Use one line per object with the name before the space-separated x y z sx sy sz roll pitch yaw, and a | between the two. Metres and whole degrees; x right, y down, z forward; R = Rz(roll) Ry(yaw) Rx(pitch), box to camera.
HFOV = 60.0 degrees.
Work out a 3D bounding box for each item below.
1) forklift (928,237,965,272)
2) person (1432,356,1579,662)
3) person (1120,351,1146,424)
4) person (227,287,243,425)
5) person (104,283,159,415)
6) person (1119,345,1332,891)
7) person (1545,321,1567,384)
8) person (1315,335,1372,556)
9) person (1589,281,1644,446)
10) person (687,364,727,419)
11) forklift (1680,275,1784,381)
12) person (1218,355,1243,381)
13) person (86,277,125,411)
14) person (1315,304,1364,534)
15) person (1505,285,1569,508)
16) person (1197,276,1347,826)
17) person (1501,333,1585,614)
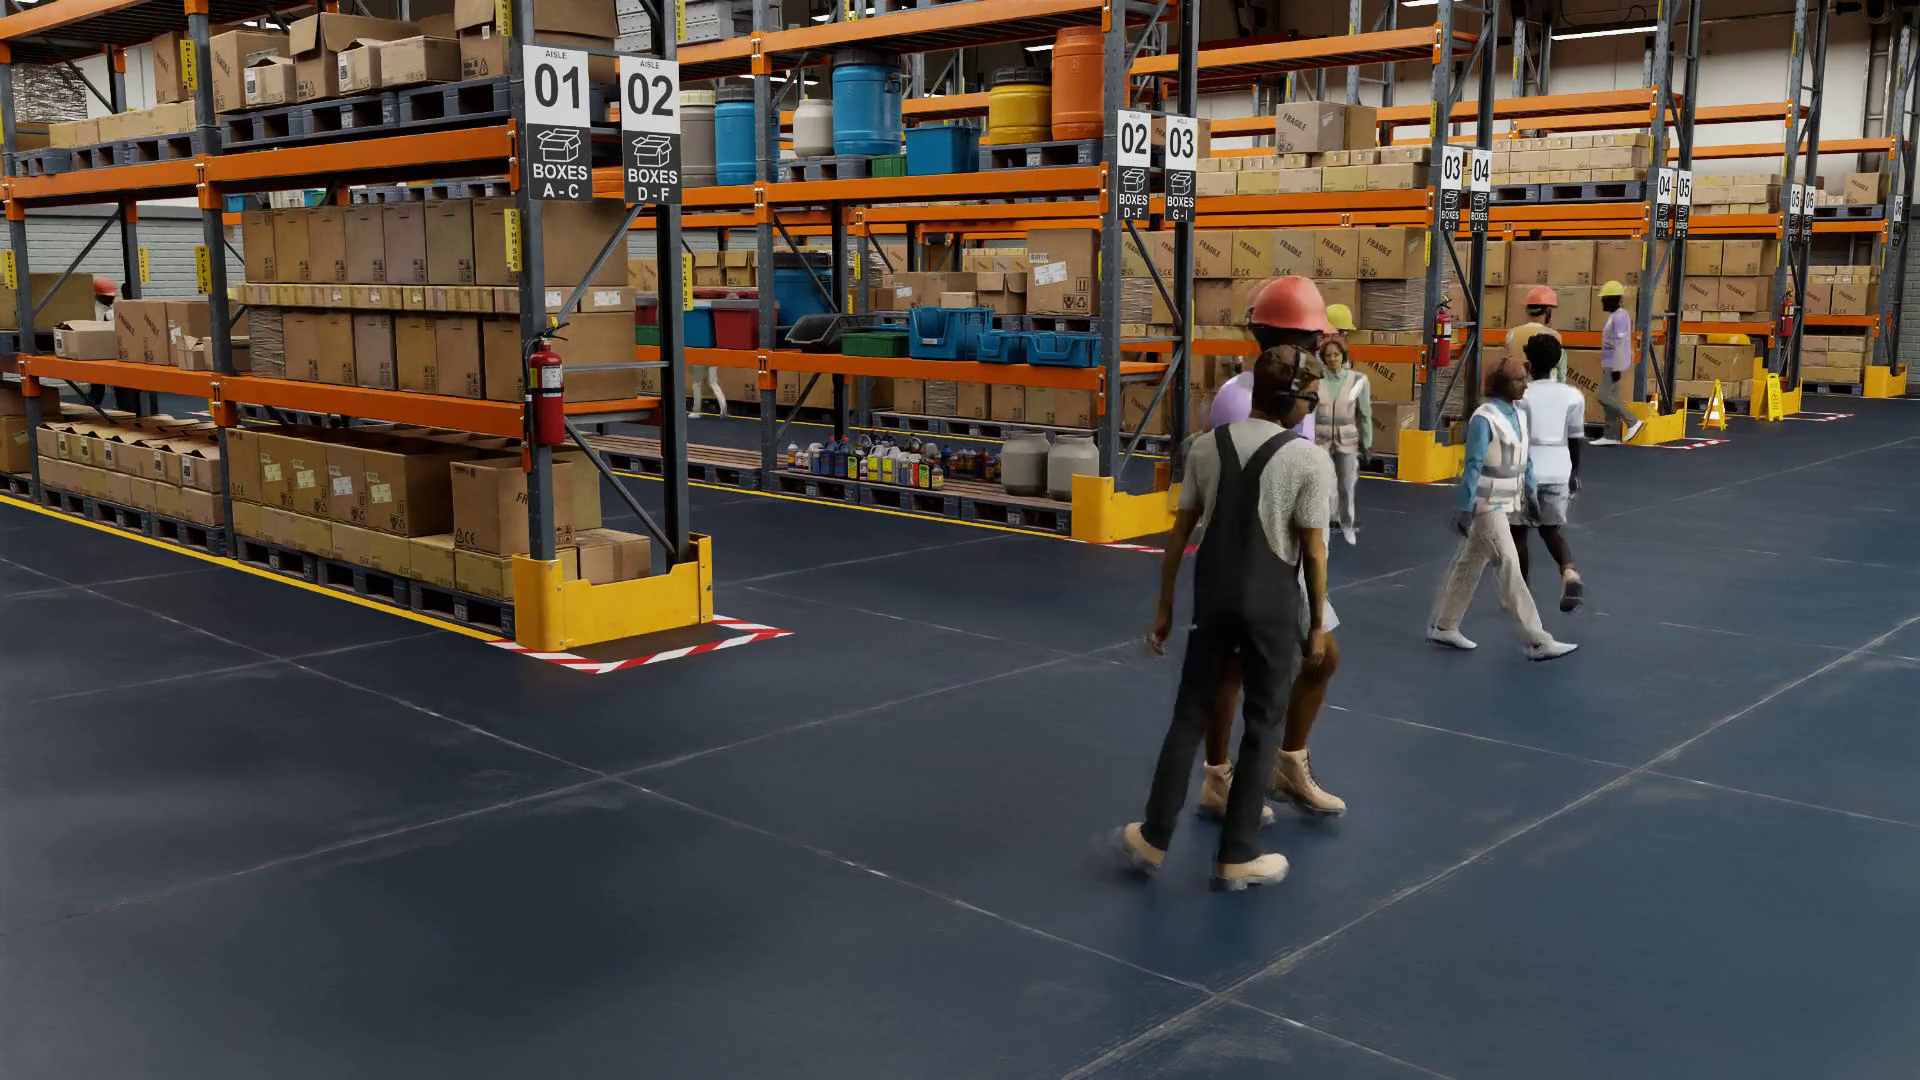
forklift | -0.326 -5.817 39.609 1.129 2.768 1.873 9 13 43
person | 2.877 -0.167 8.744 0.848 1.587 0.540 8 12 40
person | 2.312 -2.345 21.295 0.655 1.876 0.715 -8 12 -40
person | -9.573 -2.405 21.811 0.440 1.813 0.611 9 13 42
person | -9.443 -1.999 19.033 0.607 1.913 0.457 -3 10 -18
person | 0.899 0.256 5.556 0.659 1.804 0.453 6 11 33
person | 5.256 -1.218 15.180 0.511 1.634 0.320 2 9 11
person | 2.702 -0.691 11.999 0.514 1.594 0.873 2 9 11
person | 7.583 -2.030 19.217 0.518 1.916 0.591 3 10 16
person | -3.476 -2.453 22.733 0.516 1.612 0.708 -7 12 -37
forklift | 12.480 -3.427 27.053 1.214 2.155 2.313 9 13 43
person | 3.420 -2.231 20.573 0.442 1.911 0.552 5 10 26
person | -10.173 -2.151 19.868 0.868 1.939 0.646 0 9 -2
person | 2.736 -0.918 12.785 0.840 1.796 0.586 -2 10 -13
person | 4.850 -1.164 13.921 0.840 1.902 0.547 -7 12 -37
person | 1.157 0.069 6.036 0.659 2.022 0.633 9 13 44
person | 3.405 -0.364 9.724 0.537 1.683 0.541 -1 9 -8
